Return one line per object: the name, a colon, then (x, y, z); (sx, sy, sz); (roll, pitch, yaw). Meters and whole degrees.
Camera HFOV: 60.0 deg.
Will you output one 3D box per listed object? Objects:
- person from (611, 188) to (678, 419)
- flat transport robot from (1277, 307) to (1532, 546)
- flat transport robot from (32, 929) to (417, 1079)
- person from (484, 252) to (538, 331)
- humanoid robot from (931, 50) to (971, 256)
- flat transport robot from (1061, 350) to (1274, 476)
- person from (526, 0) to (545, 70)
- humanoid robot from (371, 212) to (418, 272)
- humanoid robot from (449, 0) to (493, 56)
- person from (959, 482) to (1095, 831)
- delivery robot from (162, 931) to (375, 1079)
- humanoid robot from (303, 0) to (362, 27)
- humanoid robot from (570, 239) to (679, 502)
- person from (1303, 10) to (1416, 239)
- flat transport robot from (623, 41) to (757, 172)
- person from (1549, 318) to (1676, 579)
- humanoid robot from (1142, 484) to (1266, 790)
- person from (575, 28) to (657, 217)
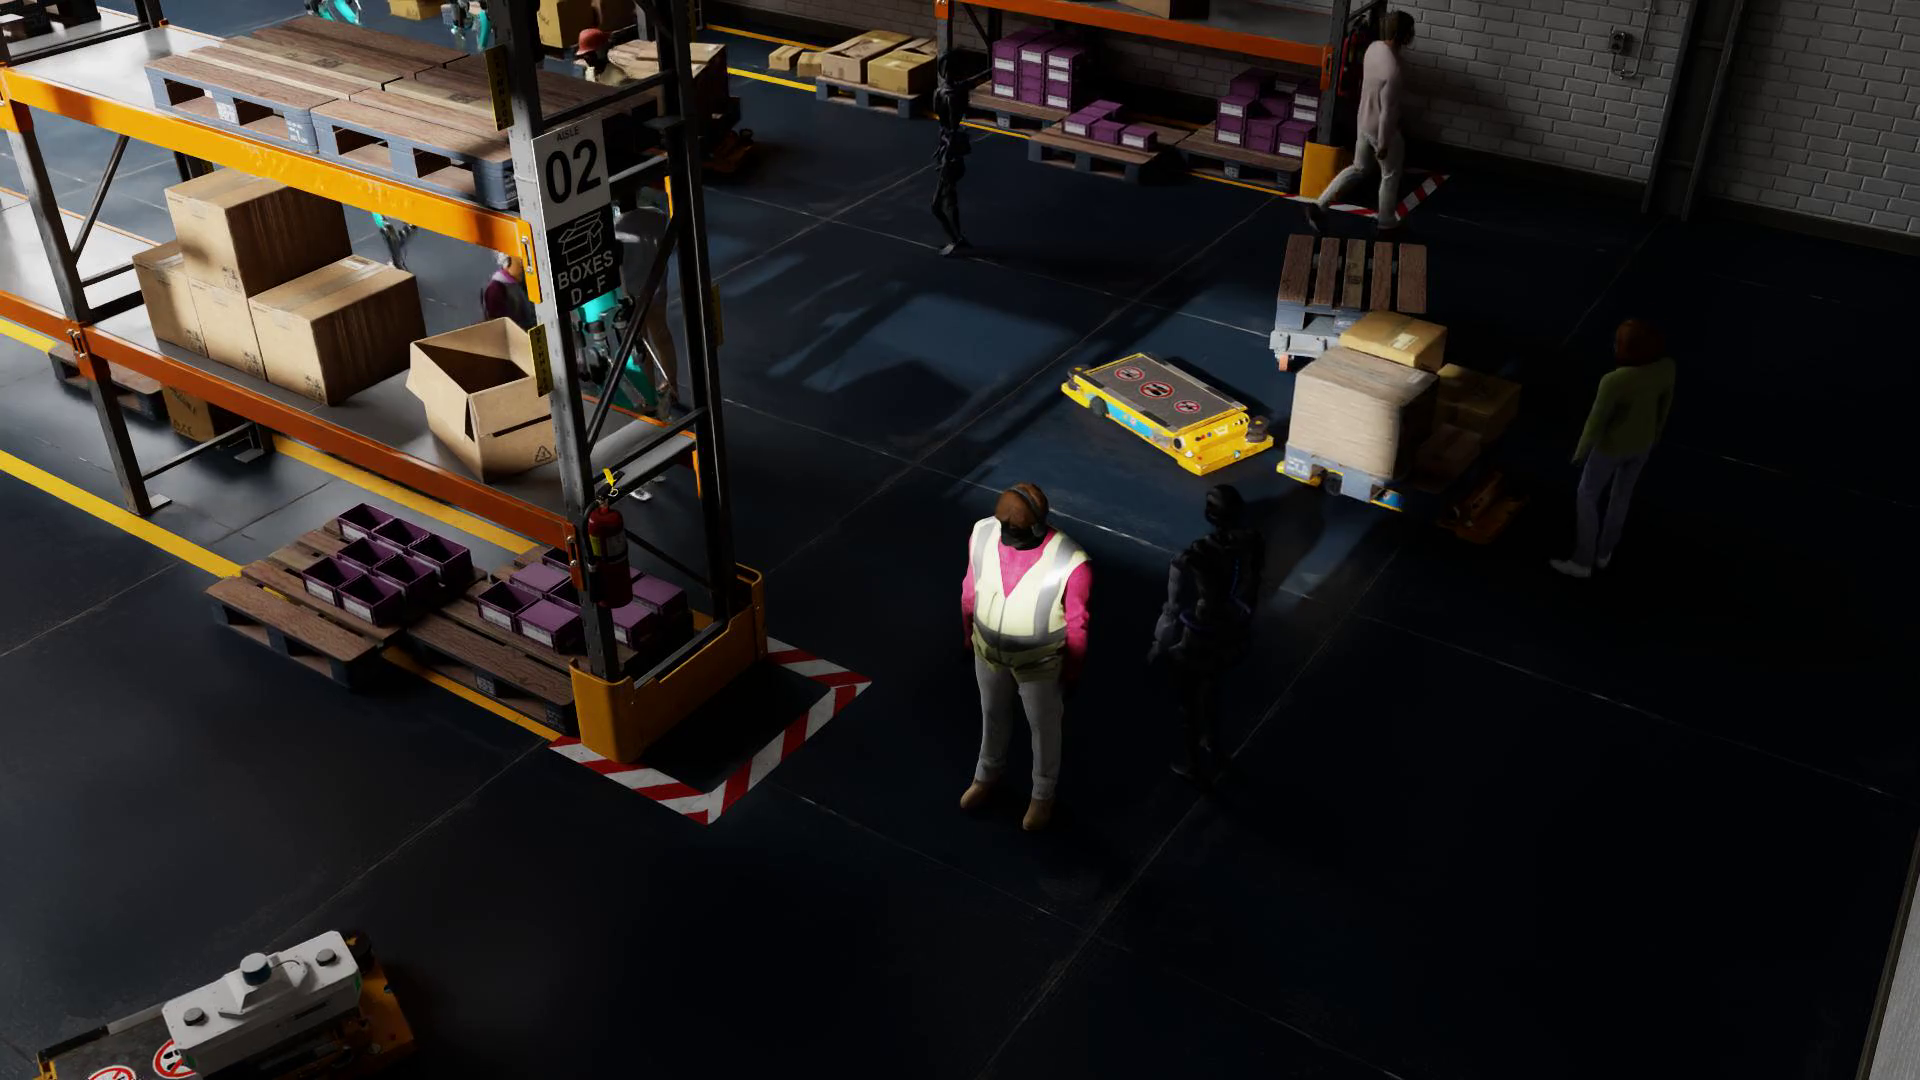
person: (-2.143, -1.636, 11.030); (0.336, 1.747, 0.563); (20, 38, 27)
flat transport robot: (2.793, -0.401, 10.489); (1.431, 0.231, 0.659); (23, 39, 31)
flat transport robot: (-2.991, 2.092, 6.658); (1.431, 0.231, 0.659); (-20, 38, -27)
person: (-2.611, -1.089, 10.143); (0.969, 1.792, 0.626); (14, 36, 20)
humanoid robot: (-0.084, -3.118, 13.369); (0.347, 1.647, 0.585); (-4, 33, -6)
flat transport robot: (1.383, -0.889, 11.240); (0.659, 0.231, 1.431); (-21, 39, -29)
person: (-3.939, -4.333, 15.013); (0.450, 1.934, 0.489); (3, 33, 5)
humanoid robot: (-4.492, -2.775, 12.869); (0.546, 1.859, 0.838); (-20, 38, -28)
humanoid robot: (-4.948, -5.328, 16.767); (0.530, 1.774, 1.018); (-20, 38, -28)
person: (0.278, 0.531, 7.622); (0.622, 1.837, 0.431); (17, 37, 25)
delivery robot: (-2.770, 1.900, 6.681); (0.765, 0.583, 0.499); (-22, 39, -30)
humanoid robot: (-6.418, -5.507, 17.004); (0.563, 1.737, 1.015); (-27, 41, -34)
humanoid robot: (-2.011, -1.064, 10.151); (0.788, 1.744, 0.530); (21, 39, 29)
person: (3.339, -3.346, 13.510); (0.859, 1.911, 0.629); (-7, 34, -10)
flat transport robot: (-2.679, -3.670, 15.514); (1.431, 0.231, 0.659); (6, 34, 9)
person: (3.740, -0.512, 9.423); (0.563, 1.621, 0.319); (-9, 34, -14)
humanoid robot: (1.155, 0.453, 7.886); (0.586, 1.656, 0.365); (-17, 37, -24)
person: (-2.836, -3.327, 13.642); (0.594, 1.733, 0.416); (28, 42, 36)
